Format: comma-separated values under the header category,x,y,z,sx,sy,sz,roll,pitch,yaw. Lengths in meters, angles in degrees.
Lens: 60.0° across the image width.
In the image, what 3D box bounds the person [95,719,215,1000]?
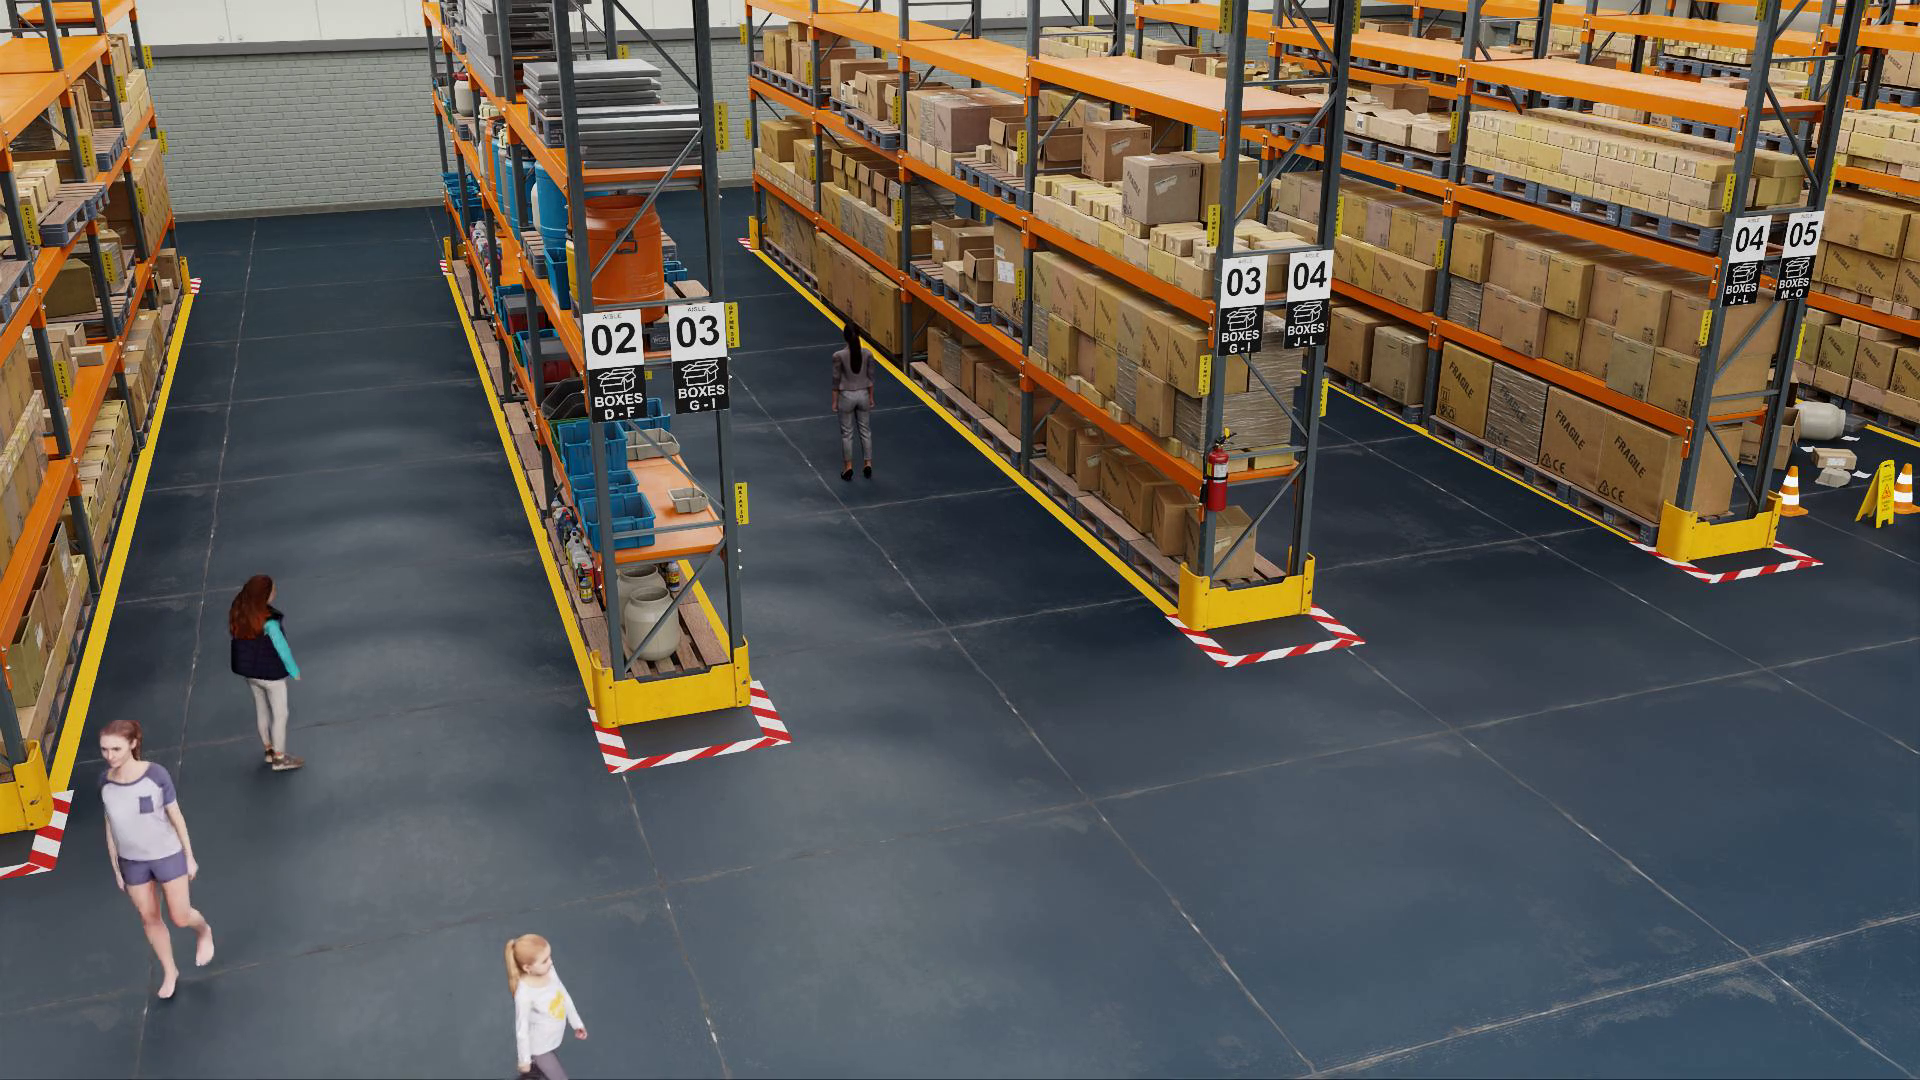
category,x,y,z,sx,sy,sz,roll,pitch,yaw
person,-4.545,1.752,9.443,0.689,1.757,0.747,-1,22,-2

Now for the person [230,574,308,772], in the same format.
category,x,y,z,sx,sy,sz,roll,pitch,yaw
person,-4.981,0.920,11.833,0.710,1.488,0.773,5,23,12

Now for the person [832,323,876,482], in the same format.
category,x,y,z,sx,sy,sz,roll,pitch,yaw
person,-1.115,-1.447,17.370,0.613,1.677,0.559,-8,24,-19

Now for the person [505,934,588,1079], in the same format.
category,x,y,z,sx,sy,sz,roll,pitch,yaw
person,-2.144,2.495,8.294,0.836,1.251,0.916,4,23,9
